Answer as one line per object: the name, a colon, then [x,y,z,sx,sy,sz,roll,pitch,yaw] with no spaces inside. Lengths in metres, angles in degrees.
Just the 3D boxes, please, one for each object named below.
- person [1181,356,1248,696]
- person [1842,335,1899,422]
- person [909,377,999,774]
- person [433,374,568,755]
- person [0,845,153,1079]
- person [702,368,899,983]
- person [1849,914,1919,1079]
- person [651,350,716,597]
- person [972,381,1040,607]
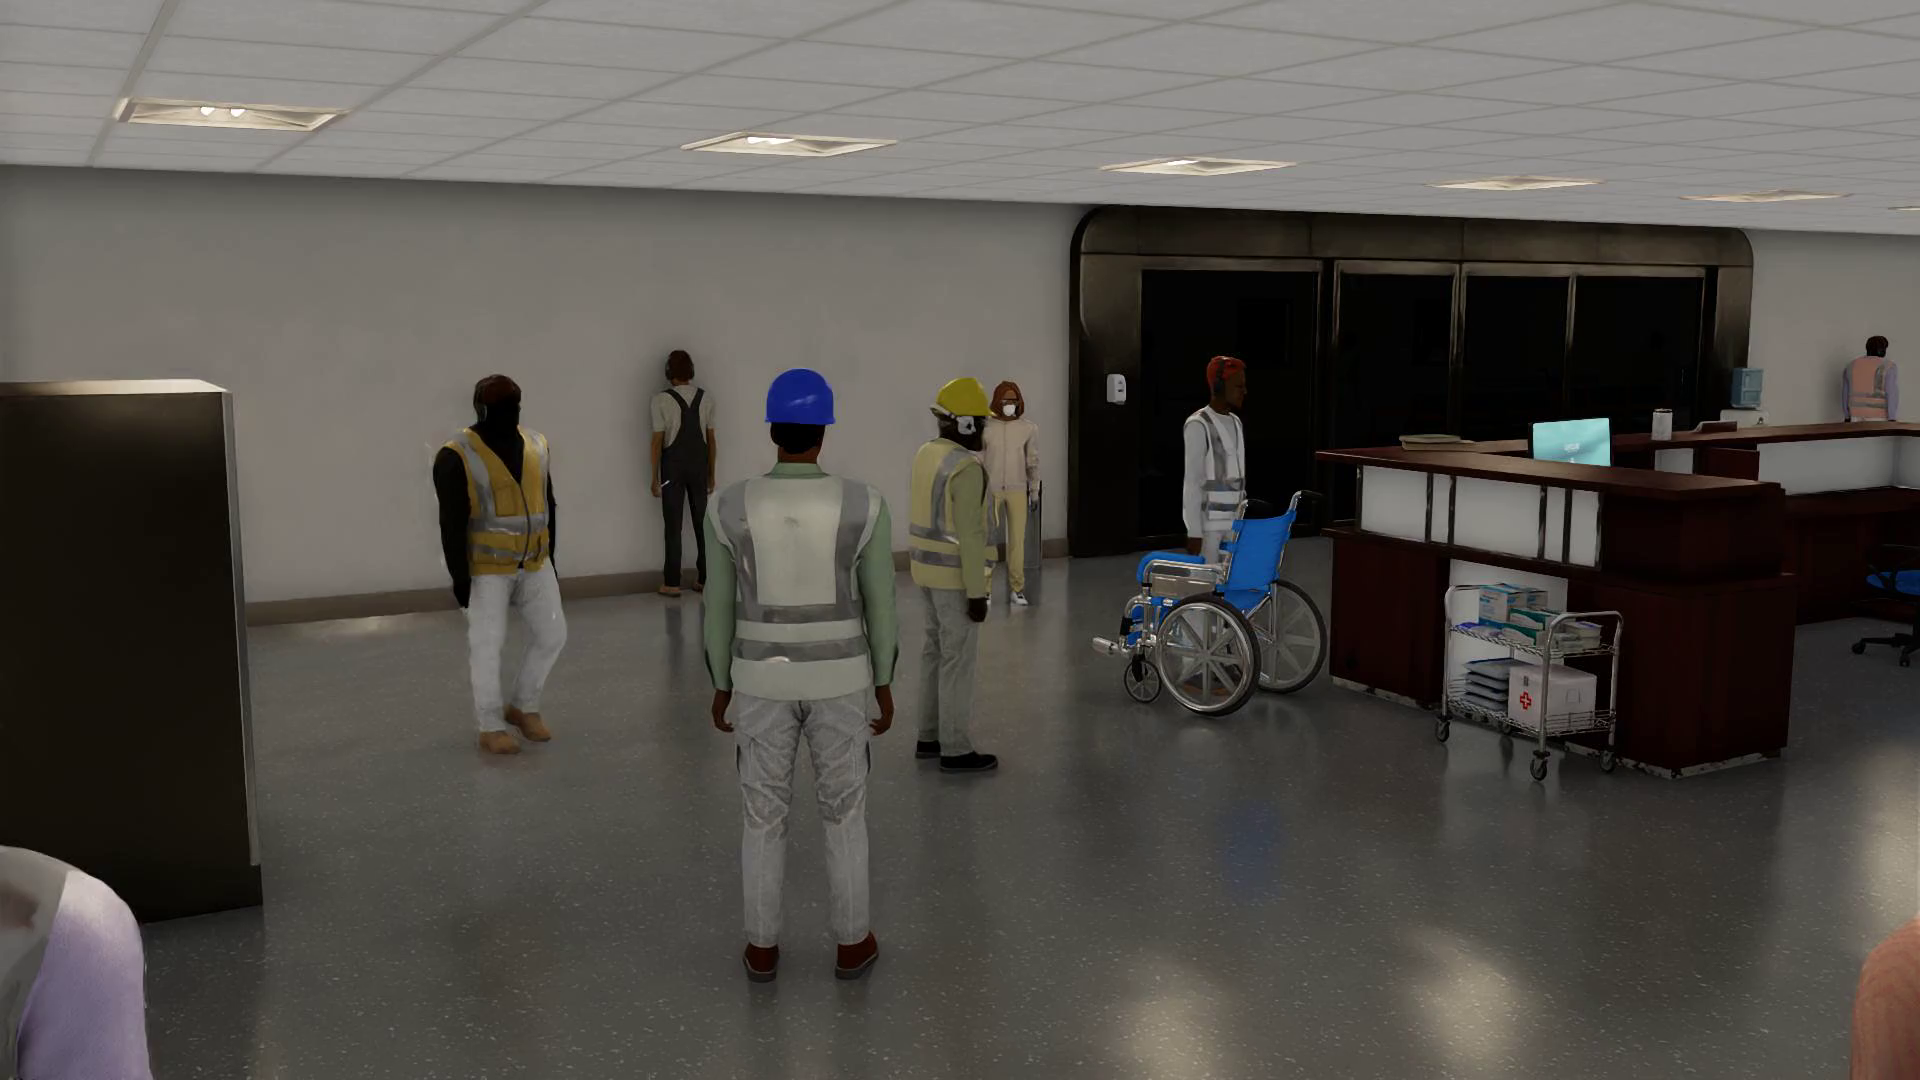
person: [1.428,-0.083,9.270,0.352,1.880,0.581,5,10,35]
person: [10.453,-1.421,19.082,0.429,1.842,0.629,-4,9,-28]
person: [-0.026,0.163,7.700,0.403,1.825,0.603,-3,9,-23]
person: [-2.181,0.125,7.953,0.459,1.825,0.656,7,10,40]
person: [-1.099,0.949,1.700,0.551,1.913,0.435,-1,8,-8]
person: [-0.498,0.435,5.262,0.613,1.947,0.388,0,8,-2]
person: [1.235,0.984,1.953,0.524,1.769,0.309,-4,9,-27]
person: [-2.051,-0.492,12.374,0.506,1.838,0.338,-5,9,-32]
person: [0.325,-0.328,11.966,0.504,1.627,0.285,-1,8,-6]
